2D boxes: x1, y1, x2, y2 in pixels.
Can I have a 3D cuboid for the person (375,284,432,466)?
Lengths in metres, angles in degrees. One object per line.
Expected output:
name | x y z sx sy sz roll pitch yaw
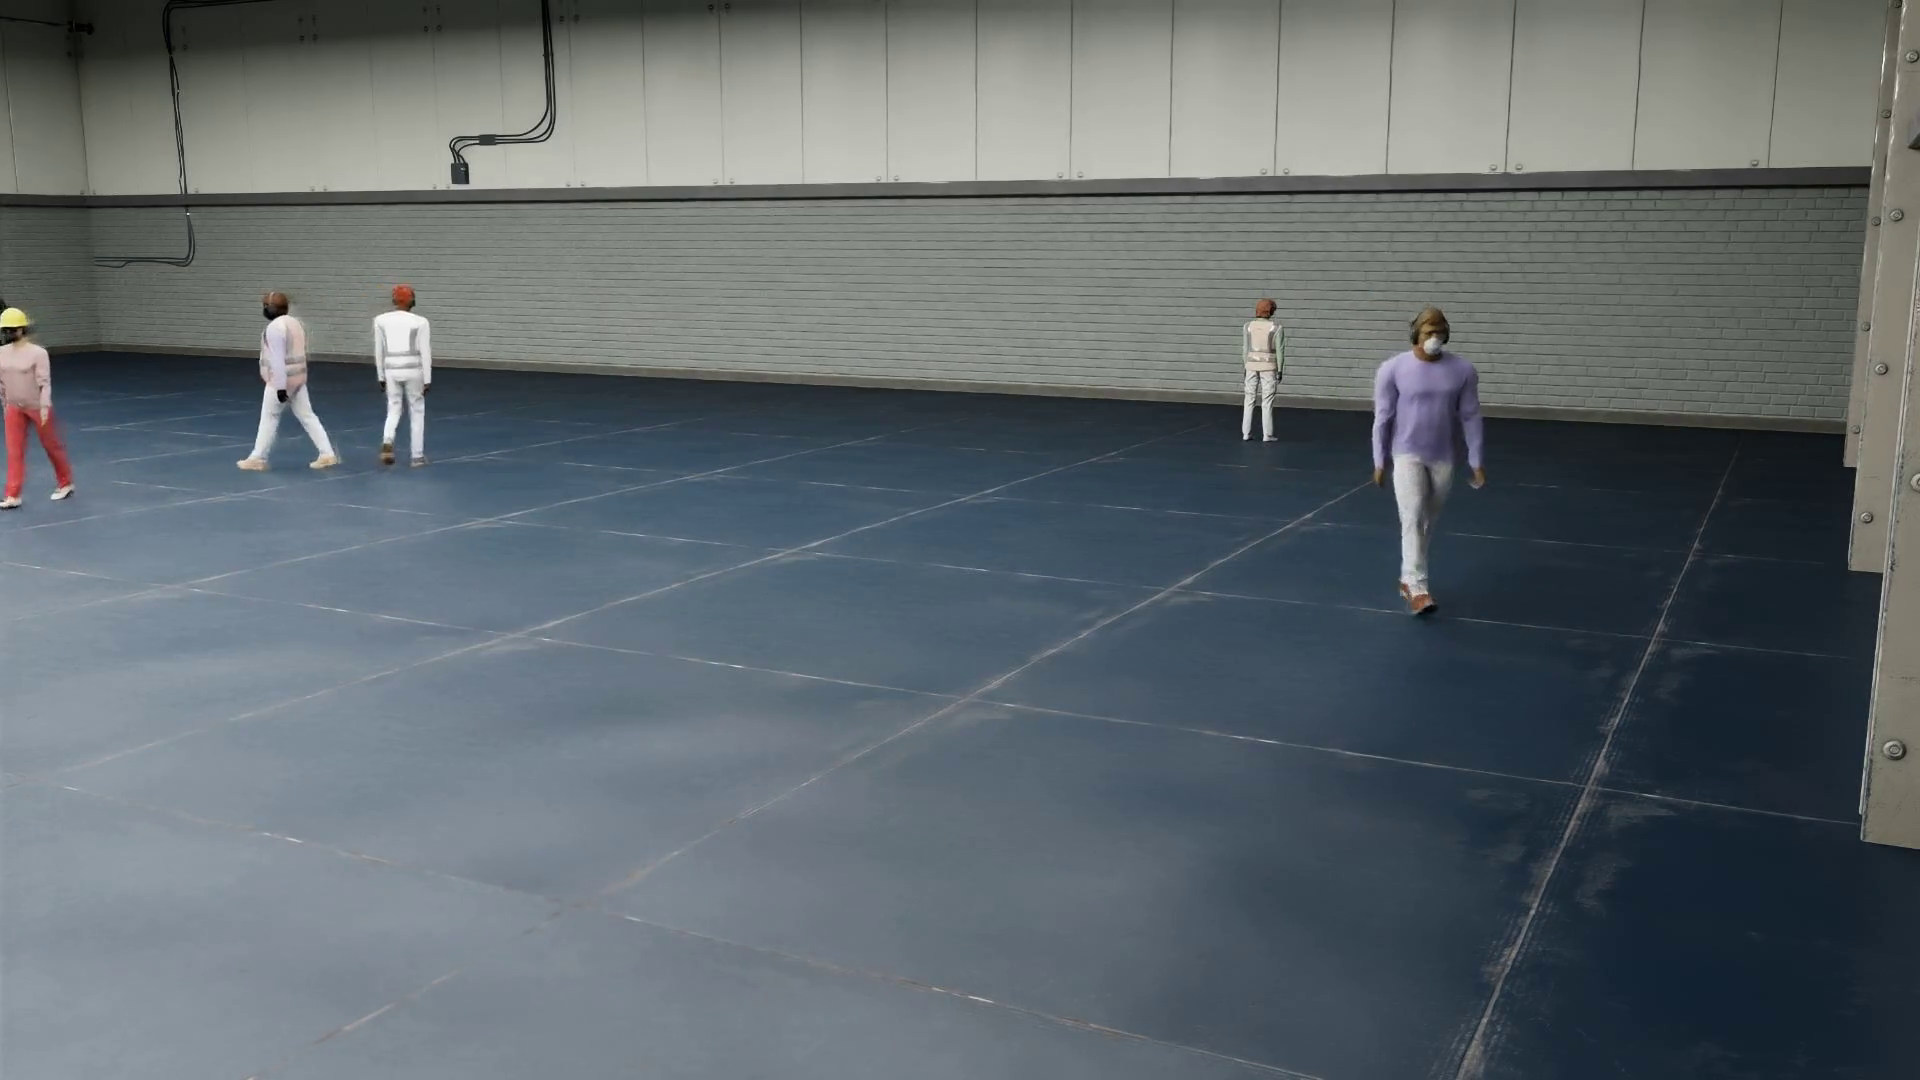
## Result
person | -5.633 -1.649 16.806 0.591 1.868 0.603 0 10 1

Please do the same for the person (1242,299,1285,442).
person | 3.452 -1.927 18.966 0.509 1.634 0.311 7 12 32

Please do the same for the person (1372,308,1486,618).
person | 2.915 -0.474 10.311 0.654 1.887 0.998 0 10 -2

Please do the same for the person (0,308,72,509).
person | -8.121 -1.156 14.509 0.539 1.725 0.893 1 10 4

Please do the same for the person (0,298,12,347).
person | -11.916 -2.345 20.334 0.650 1.956 0.943 -4 11 -22

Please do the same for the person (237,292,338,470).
person | -6.761 -1.585 16.681 0.980 1.794 0.652 1 10 3
